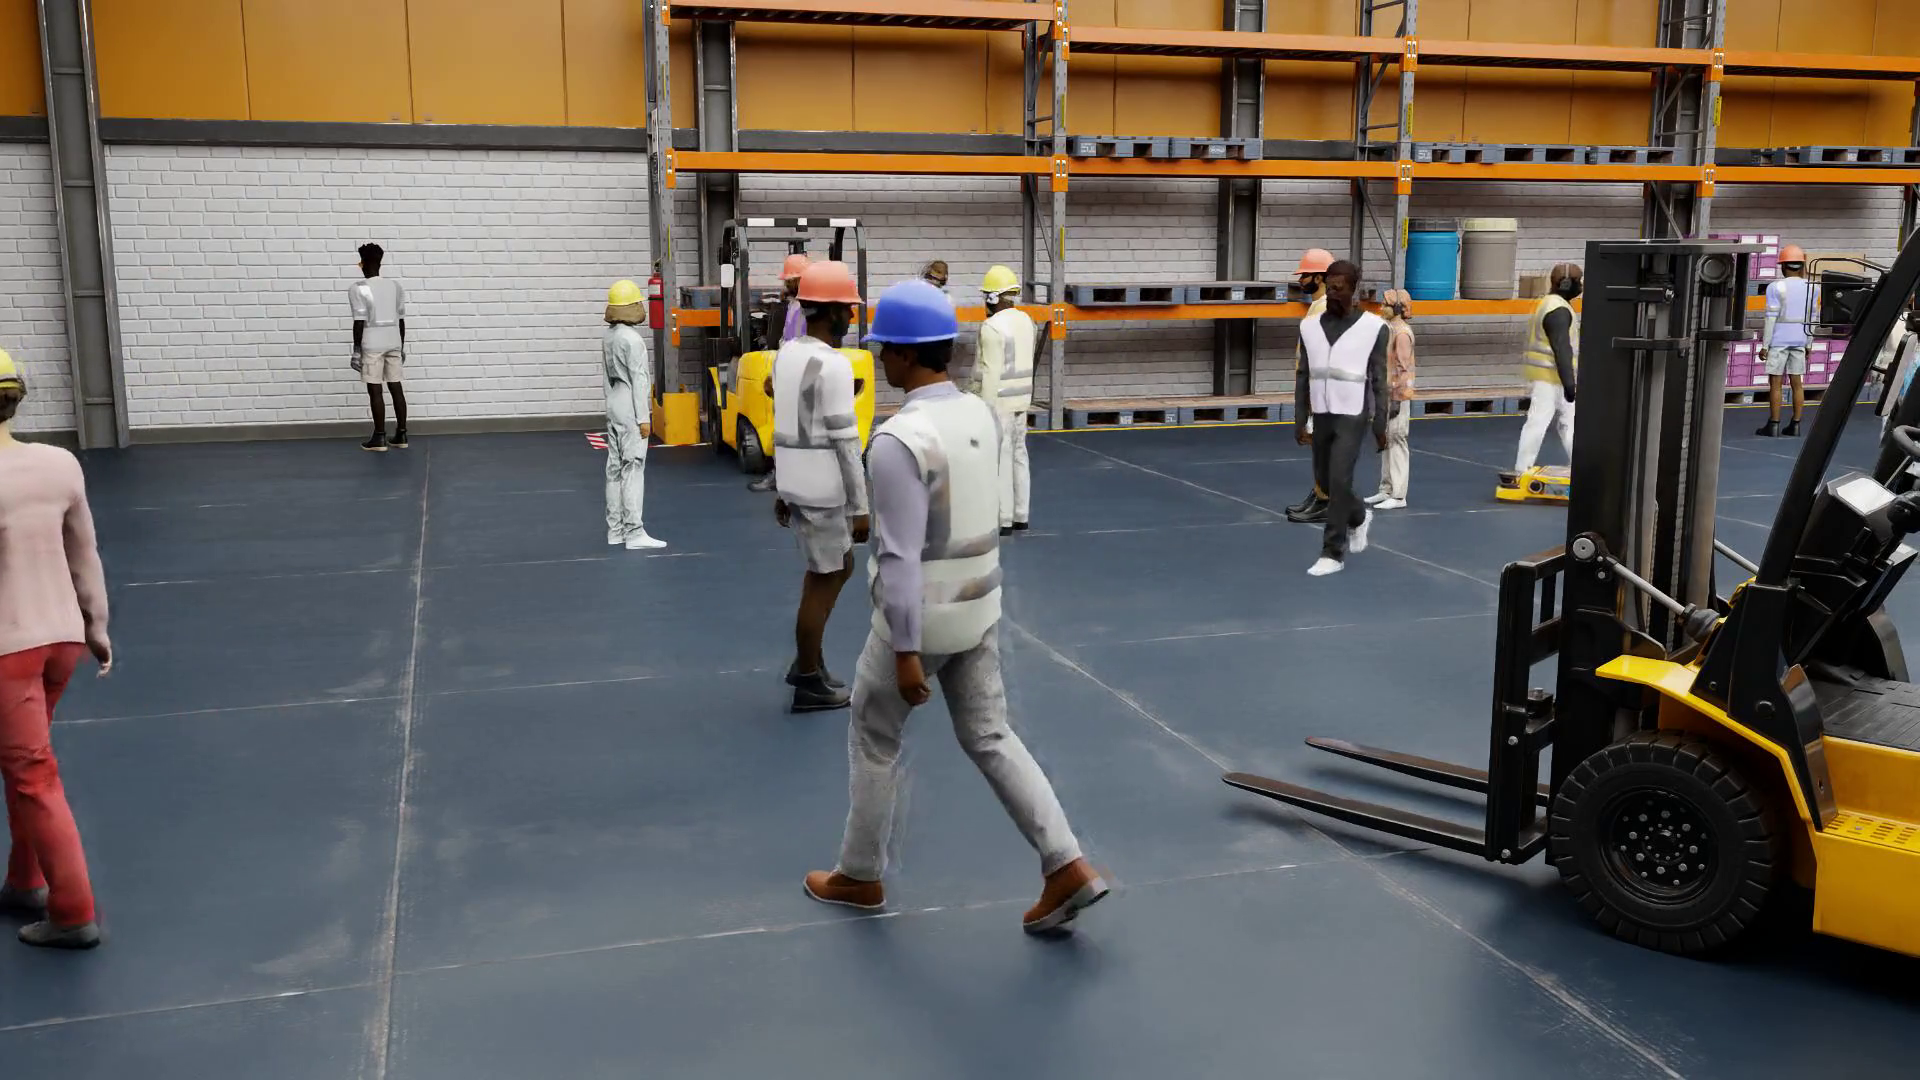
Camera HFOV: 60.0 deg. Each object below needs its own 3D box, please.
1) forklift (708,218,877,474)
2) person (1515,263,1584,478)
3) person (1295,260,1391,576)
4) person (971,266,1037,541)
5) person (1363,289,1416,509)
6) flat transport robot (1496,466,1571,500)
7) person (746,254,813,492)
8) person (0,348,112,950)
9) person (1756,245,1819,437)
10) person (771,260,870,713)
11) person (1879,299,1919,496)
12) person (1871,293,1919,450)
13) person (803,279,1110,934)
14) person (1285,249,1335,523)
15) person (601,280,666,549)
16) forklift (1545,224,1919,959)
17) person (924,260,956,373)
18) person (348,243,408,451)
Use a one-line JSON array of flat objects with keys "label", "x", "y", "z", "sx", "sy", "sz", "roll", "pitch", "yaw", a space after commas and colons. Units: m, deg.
[{"label": "forklift", "x": -1.522, "y": -1.778, "z": 14.899, "sx": 1.214, "sy": 2.155, "sz": 2.313, "roll": -3, "pitch": 11, "yaw": -17}, {"label": "person", "x": 4.841, "y": -1.270, "z": 13.158, "sx": 0.877, "sy": 1.809, "sz": 0.658, "roll": 3, "pitch": 11, "yaw": 17}, {"label": "person", "x": 2.361, "y": -0.764, "z": 10.199, "sx": 0.599, "sy": 1.895, "sz": 0.840, "roll": 9, "pitch": 14, "yaw": 42}, {"label": "person", "x": 0.279, "y": -0.911, "z": 11.141, "sx": 0.404, "sy": 1.829, "sz": 0.600, "roll": 6, "pitch": 12, "yaw": 30}, {"label": "person", "x": 3.236, "y": -1.049, "z": 12.425, "sx": 0.308, "sy": 1.641, "sz": 0.514, "roll": 0, "pitch": 10, "yaw": 2}, {"label": "flat transport robot", "x": 4.880, "y": -0.407, "z": 12.660, "sx": 1.431, "sy": 0.197, "sz": 0.652, "roll": 5, "pitch": 12, "yaw": 27}, {"label": "person", "x": -1.256, "y": -1.341, "z": 13.357, "sx": 0.955, "sy": 1.894, "sz": 0.556, "roll": -4, "pitch": 11, "yaw": -23}, {"label": "person", "x": -2.757, "y": 0.299, "z": 4.715, "sx": 0.684, "sy": 1.740, "sz": 0.554, "roll": 3, "pitch": 11, "yaw": 17}, {"label": "person", "x": 8.371, "y": -2.009, "z": 16.876, "sx": 0.551, "sy": 1.933, "sz": 0.373, "roll": -1, "pitch": 10, "yaw": -7}, {"label": "person", "x": -0.556, "y": -0.211, "z": 7.050, "sx": 0.452, "sy": 1.921, "sz": 0.579, "roll": -6, "pitch": 12, "yaw": -29}, {"label": "person", "x": 6.006, "y": -0.679, "z": 10.339, "sx": 0.857, "sy": 1.655, "sz": 0.542, "roll": 2, "pitch": 11, "yaw": 11}, {"label": "person", "x": 8.361, "y": -1.472, "z": 14.764, "sx": 0.526, "sy": 1.624, "sz": 0.531, "roll": 8, "pitch": 13, "yaw": 36}, {"label": "person", "x": -0.014, "y": 0.209, "z": 4.806, "sx": 0.932, "sy": 1.914, "sz": 0.609, "roll": 7, "pitch": 12, "yaw": 34}, {"label": "person", "x": 2.516, "y": -1.089, "z": 11.824, "sx": 0.359, "sy": 1.938, "sz": 0.547, "roll": 2, "pitch": 10, "yaw": 10}, {"label": "person", "x": -2.153, "y": -0.814, "z": 10.846, "sx": 0.284, "sy": 1.746, "sz": 0.492, "roll": -8, "pitch": 13, "yaw": -36}, {"label": "forklift", "x": 2.909, "y": 0.117, "z": 4.508, "sx": 2.313, "sy": 2.155, "sz": 1.214, "roll": 9, "pitch": 14, "yaw": 40}, {"label": "person", "x": -0.234, "y": -1.745, "z": 15.817, "sx": 0.346, "sy": 1.810, "sz": 0.543, "roll": -6, "pitch": 12, "yaw": -29}, {"label": "person", "x": -5.528, "y": -1.830, "z": 15.808, "sx": 0.369, "sy": 1.965, "sz": 0.608, "roll": 7, "pitch": 12, "yaw": 32}]
